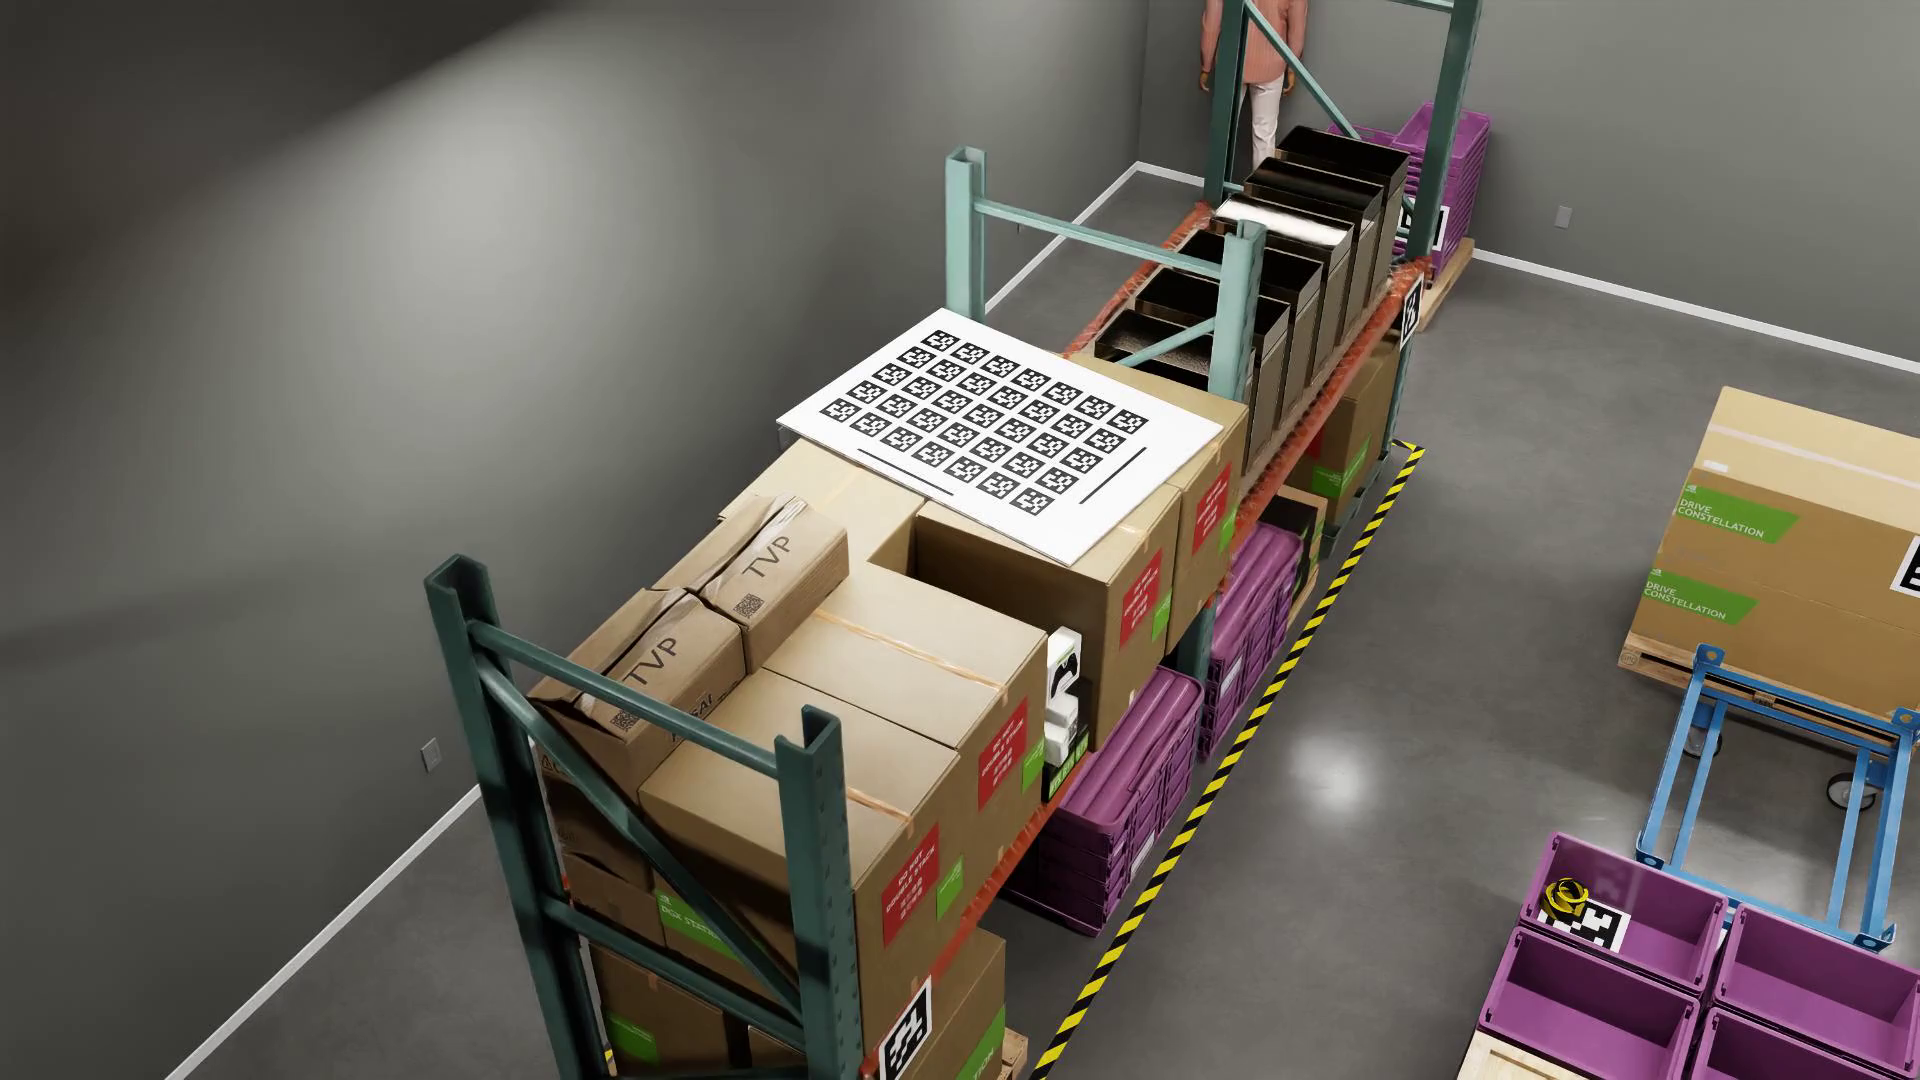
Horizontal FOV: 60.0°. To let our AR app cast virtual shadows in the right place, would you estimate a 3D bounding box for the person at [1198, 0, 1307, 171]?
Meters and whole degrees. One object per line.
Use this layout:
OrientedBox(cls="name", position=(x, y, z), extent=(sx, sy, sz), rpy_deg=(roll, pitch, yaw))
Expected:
OrientedBox(cls="person", position=(1.729, -2.837, 9.933), extent=(0.609, 1.996, 0.383), rpy_deg=(5, 40, 6))
